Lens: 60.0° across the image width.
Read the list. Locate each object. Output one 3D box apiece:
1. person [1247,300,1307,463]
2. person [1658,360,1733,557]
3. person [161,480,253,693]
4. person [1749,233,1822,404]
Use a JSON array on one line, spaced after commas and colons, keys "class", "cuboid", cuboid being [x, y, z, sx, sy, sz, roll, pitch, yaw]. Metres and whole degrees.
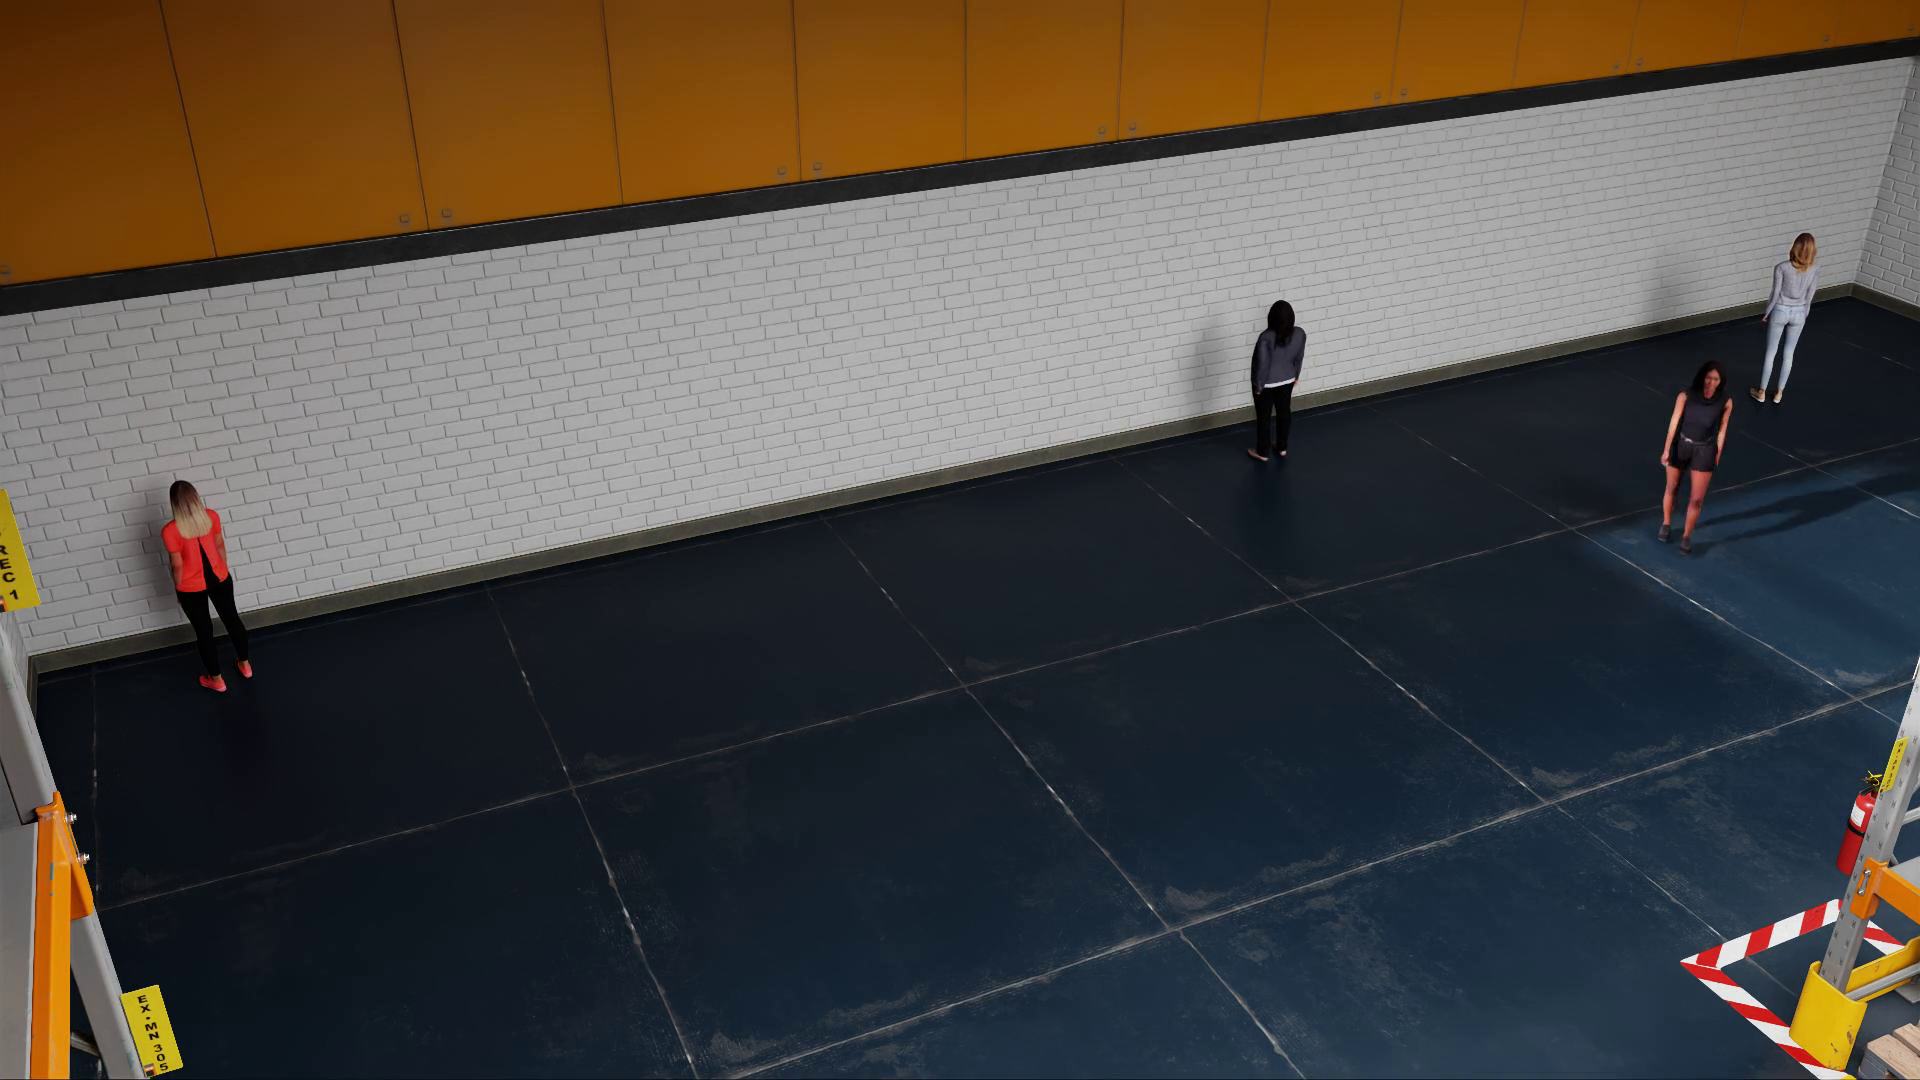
[{"class": "person", "cuboid": [2.988, -1.522, 15.795, 0.655, 1.597, 0.636, -12, 31, -21]}, {"class": "person", "cuboid": [6.273, -0.765, 14.281, 0.841, 1.717, 0.894, 13, 31, 23]}, {"class": "person", "cuboid": [-5.585, 0.325, 12.306, 0.675, 1.694, 0.670, 20, 35, 32]}, {"class": "person", "cuboid": [8.427, -2.268, 16.954, 0.667, 1.797, 0.684, 4, 29, 7]}]
